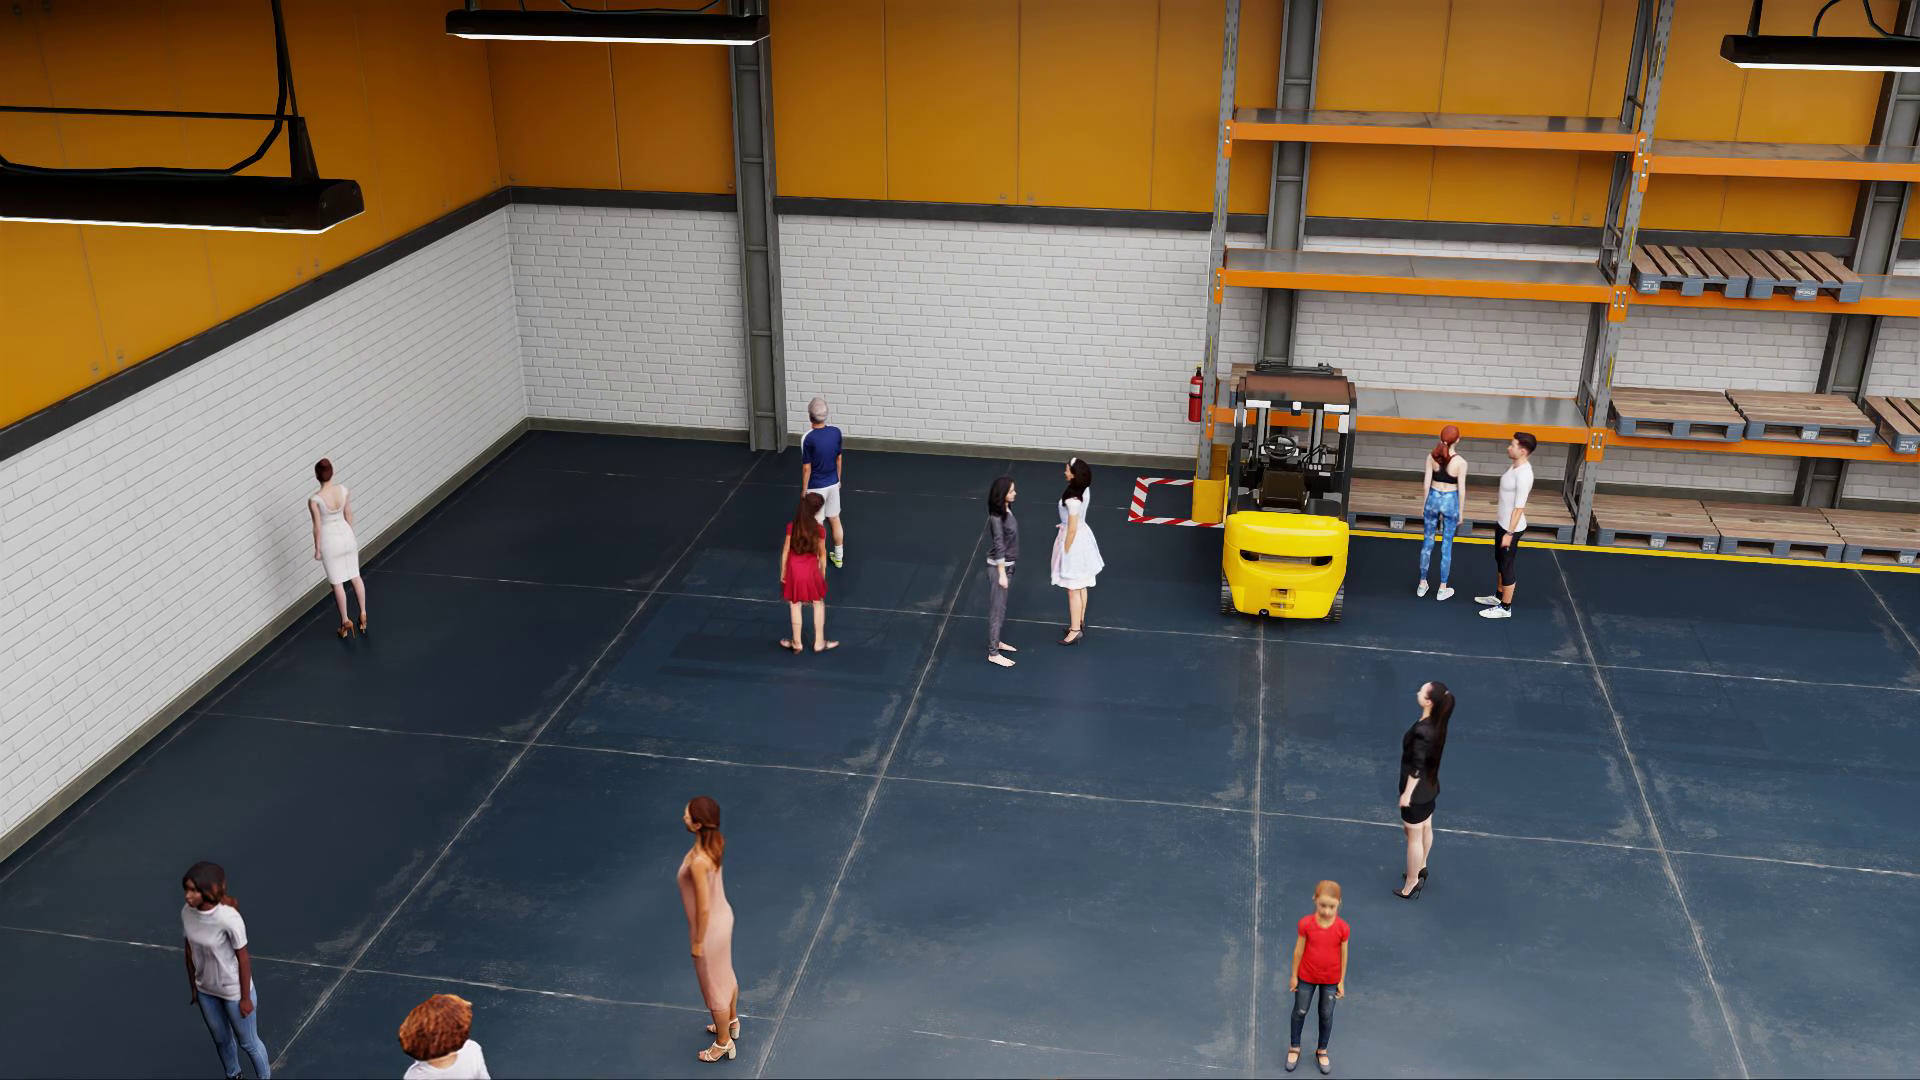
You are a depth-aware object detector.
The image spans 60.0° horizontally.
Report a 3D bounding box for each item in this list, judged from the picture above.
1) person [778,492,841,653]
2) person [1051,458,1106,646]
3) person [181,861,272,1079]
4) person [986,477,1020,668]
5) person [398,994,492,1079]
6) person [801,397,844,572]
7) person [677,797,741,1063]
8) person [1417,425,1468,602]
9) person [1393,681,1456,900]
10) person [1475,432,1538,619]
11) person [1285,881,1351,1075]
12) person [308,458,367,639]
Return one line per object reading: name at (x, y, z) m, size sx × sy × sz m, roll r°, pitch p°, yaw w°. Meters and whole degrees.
person at (-1.460, 0.300, 15.176) m, size 0.679 × 1.537 × 0.856 m, roll -9°, pitch 25°, yaw -19°
person at (1.056, 0.103, 15.276) m, size 0.751 × 1.818 × 0.726 m, roll 7°, pitch 25°, yaw 16°
person at (-4.269, 2.611, 9.662) m, size 0.510 × 1.720 × 0.673 m, roll 8°, pitch 25°, yaw 17°
person at (0.365, 0.255, 14.996) m, size 0.517 × 1.765 × 0.598 m, roll 3°, pitch 24°, yaw 6°
person at (-2.615, 3.088, 8.583) m, size 0.750 × 1.711 × 0.782 m, roll -21°, pitch 31°, yaw -40°
person at (-1.389, -0.559, 16.765) m, size 0.721 × 1.839 × 0.762 m, roll -19°, pitch 30°, yaw -36°
person at (-1.510, 2.355, 10.109) m, size 0.515 × 1.831 × 0.600 m, roll 3°, pitch 24°, yaw 6°
person at (4.688, -0.275, 16.182) m, size 0.631 × 1.785 × 0.714 m, roll 14°, pitch 27°, yaw 28°
person at (3.243, 1.742, 11.678) m, size 0.667 × 1.697 × 0.671 m, roll 15°, pitch 28°, yaw 30°
person at (5.242, -0.157, 15.829) m, size 0.549 × 1.852 × 0.656 m, roll 4°, pitch 24°, yaw 8°
person at (2.179, 2.638, 10.109) m, size 0.437 × 1.311 × 0.529 m, roll 4°, pitch 24°, yaw 8°
person at (-5.758, 0.067, 15.393) m, size 0.649 × 1.790 × 0.643 m, roll 20°, pitch 30°, yaw 38°
